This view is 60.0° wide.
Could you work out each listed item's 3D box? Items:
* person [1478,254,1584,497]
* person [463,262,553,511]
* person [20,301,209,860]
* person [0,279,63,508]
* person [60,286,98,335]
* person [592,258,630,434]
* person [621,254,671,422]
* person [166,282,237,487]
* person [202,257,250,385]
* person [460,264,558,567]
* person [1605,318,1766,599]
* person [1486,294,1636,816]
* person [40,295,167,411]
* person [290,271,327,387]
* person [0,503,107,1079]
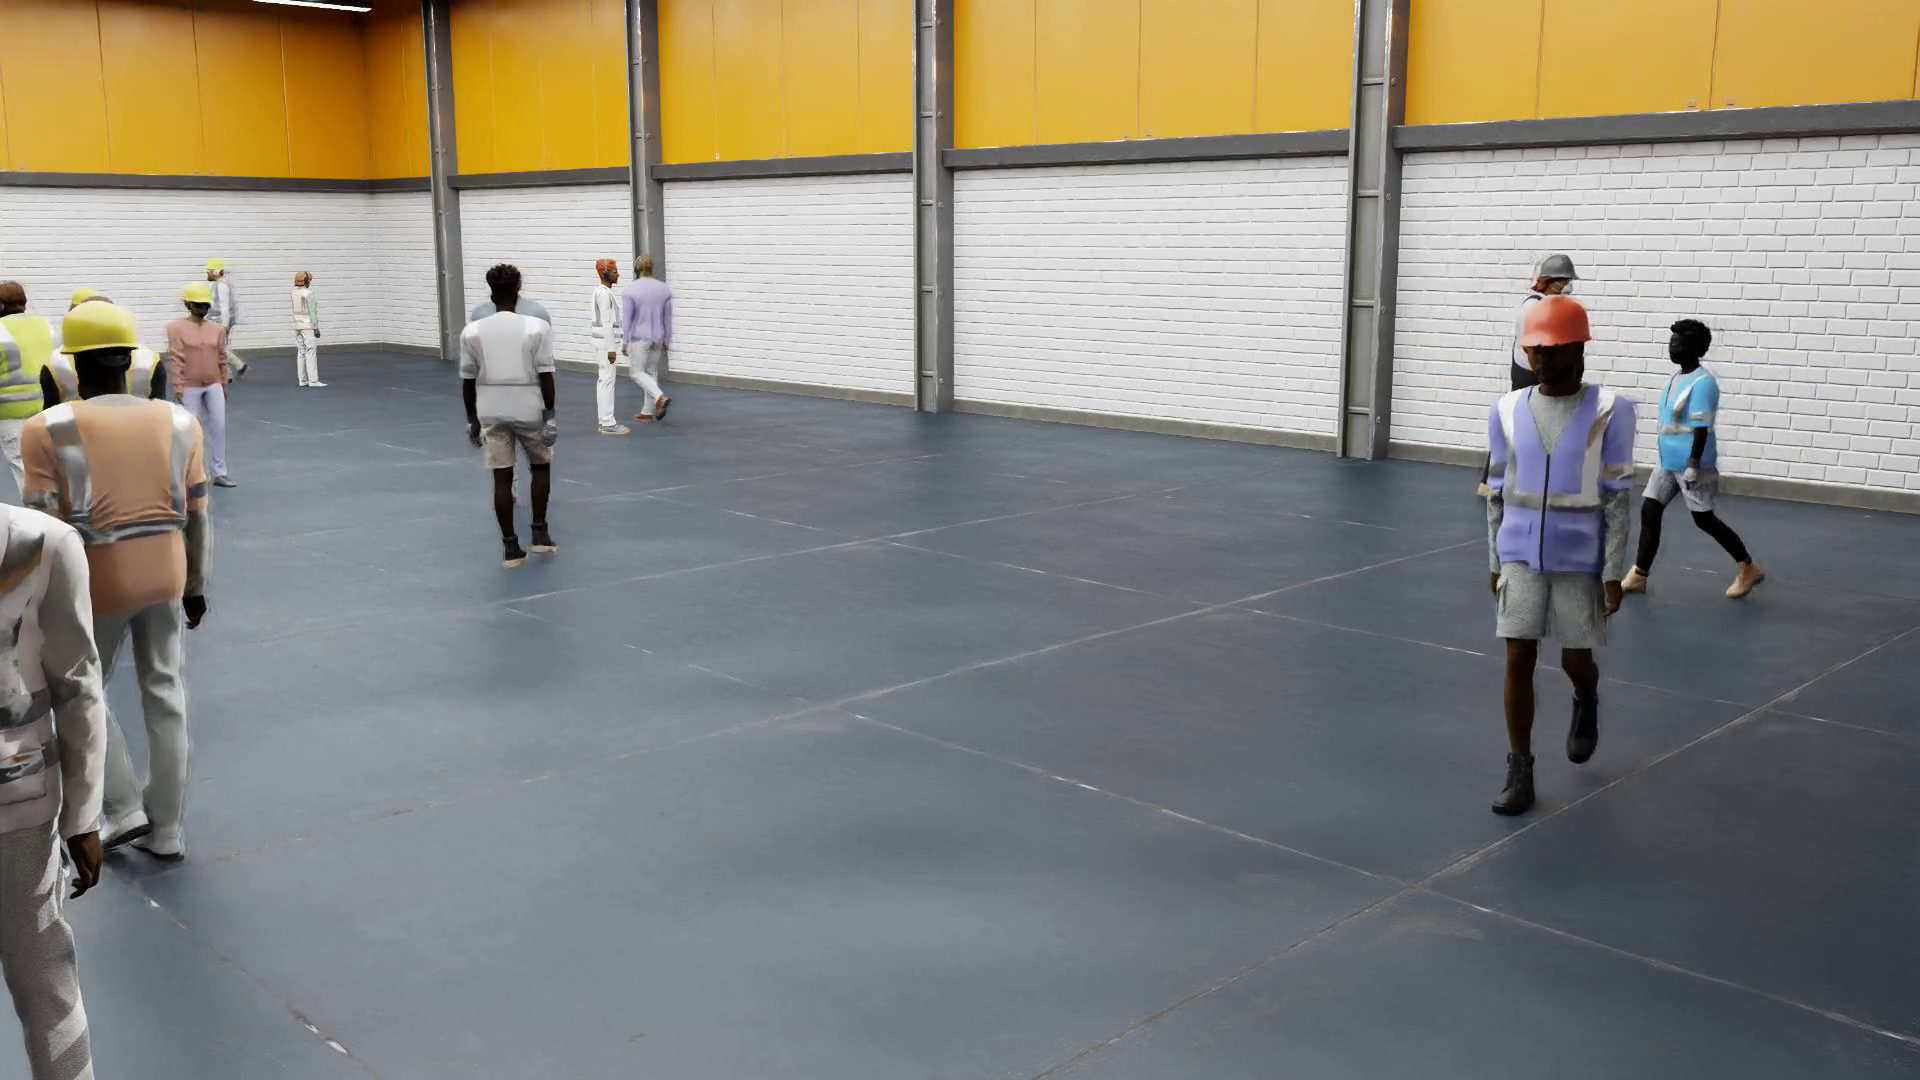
[{"bbox_3d":[4.646,-1.294,13.200,1.038,2.000,0.686,9,14,42],"label":"person"},{"bbox_3d":[-3.500,-1.188,12.928,0.654,1.928,0.441,2,11,11],"label":"person"},{"bbox_3d":[-2.860,0.152,5.657,0.457,1.909,0.622,9,14,40],"label":"person"},{"bbox_3d":[-6.555,-0.872,11.477,0.633,1.825,0.654,4,11,19],"label":"person"},{"bbox_3d":[-6.934,-1.163,13.328,0.518,1.721,0.555,-10,14,-42],"label":"person"},{"bbox_3d":[-3.782,-2.078,17.908,0.356,1.883,0.572,-3,11,-17],"label":"person"},{"bbox_3d":[-3.511,-2.262,18.818,0.640,1.918,0.681,-10,14,-44],"label":"person"},{"bbox_3d":[-6.480,-1.320,14.137,0.618,1.743,0.518,9,13,39],"label":"person"},{"bbox_3d":[-10.484,-3.104,23.655,0.464,1.822,0.608,-6,12,-28],"label":"person"},{"bbox_3d":[-2.919,-0.809,10.834,0.632,1.937,0.639,0,10,-2],"label":"person"},{"bbox_3d":[4.317,-0.467,9.742,0.855,1.662,0.538,0,10,0],"label":"person"},{"bbox_3d":[2.249,0.039,6.252,0.545,1.923,0.702,7,12,33],"label":"person"},{"bbox_3d":[-4.658,-0.427,9.122,0.637,1.818,0.838,-5,11,-25],"label":"person"},{"bbox_3d":[-9.210,-2.963,23.419,0.516,1.631,0.330,8,13,37],"label":"person"},{"bbox_3d":[-2.074,0.574,3.444,0.576,1.884,0.354,-2,11,-10],"label":"person"}]
